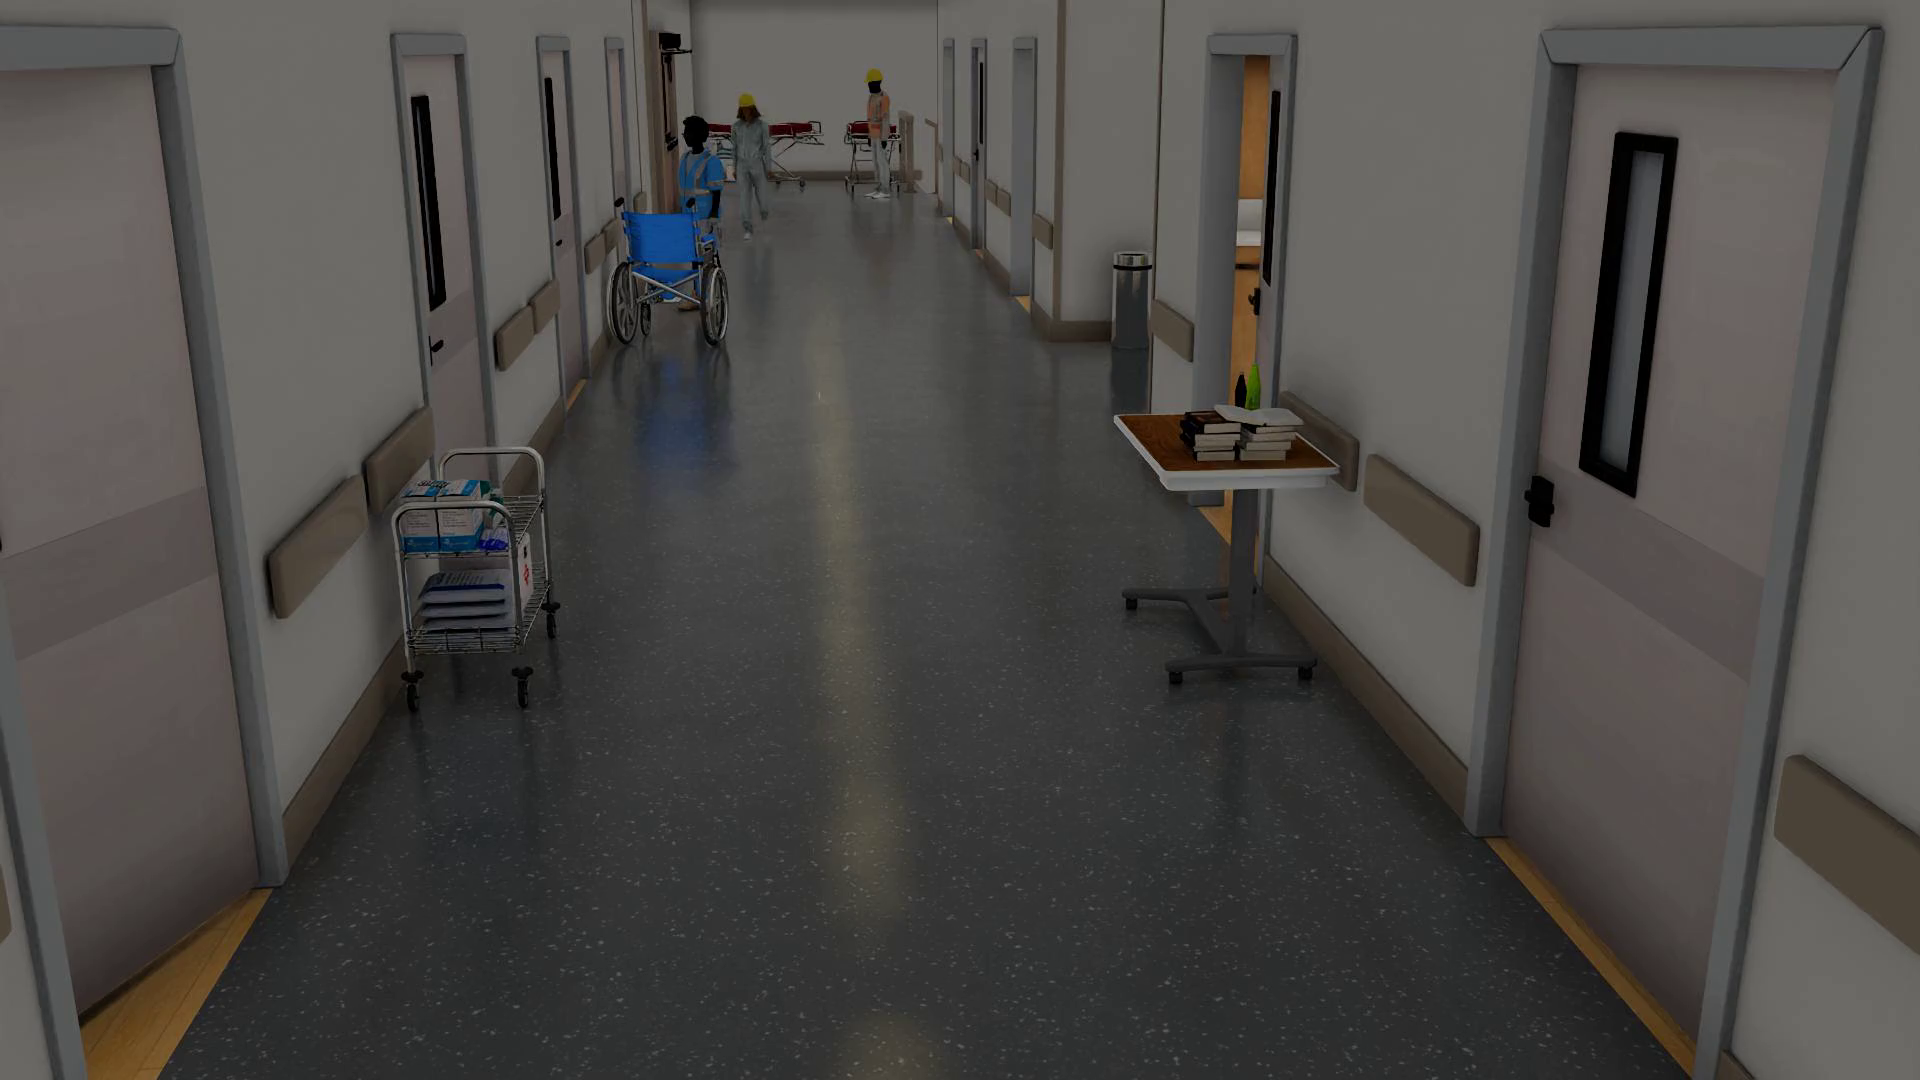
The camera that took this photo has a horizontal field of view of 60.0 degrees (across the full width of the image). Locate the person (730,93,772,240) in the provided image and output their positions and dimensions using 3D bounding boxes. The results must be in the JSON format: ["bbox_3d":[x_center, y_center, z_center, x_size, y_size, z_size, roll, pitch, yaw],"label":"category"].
[{"bbox_3d":[-2.506,-4.506,20.053,0.492,1.718,0.688,1,17,3],"label":"person"}]

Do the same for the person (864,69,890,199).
[{"bbox_3d":[-1.259,-6.157,25.243,0.395,1.918,0.589,-8,18,-24],"label":"person"}]

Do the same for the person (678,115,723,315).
[{"bbox_3d":[-2.255,-2.808,14.425,0.532,1.697,0.319,15,23,42],"label":"person"}]
